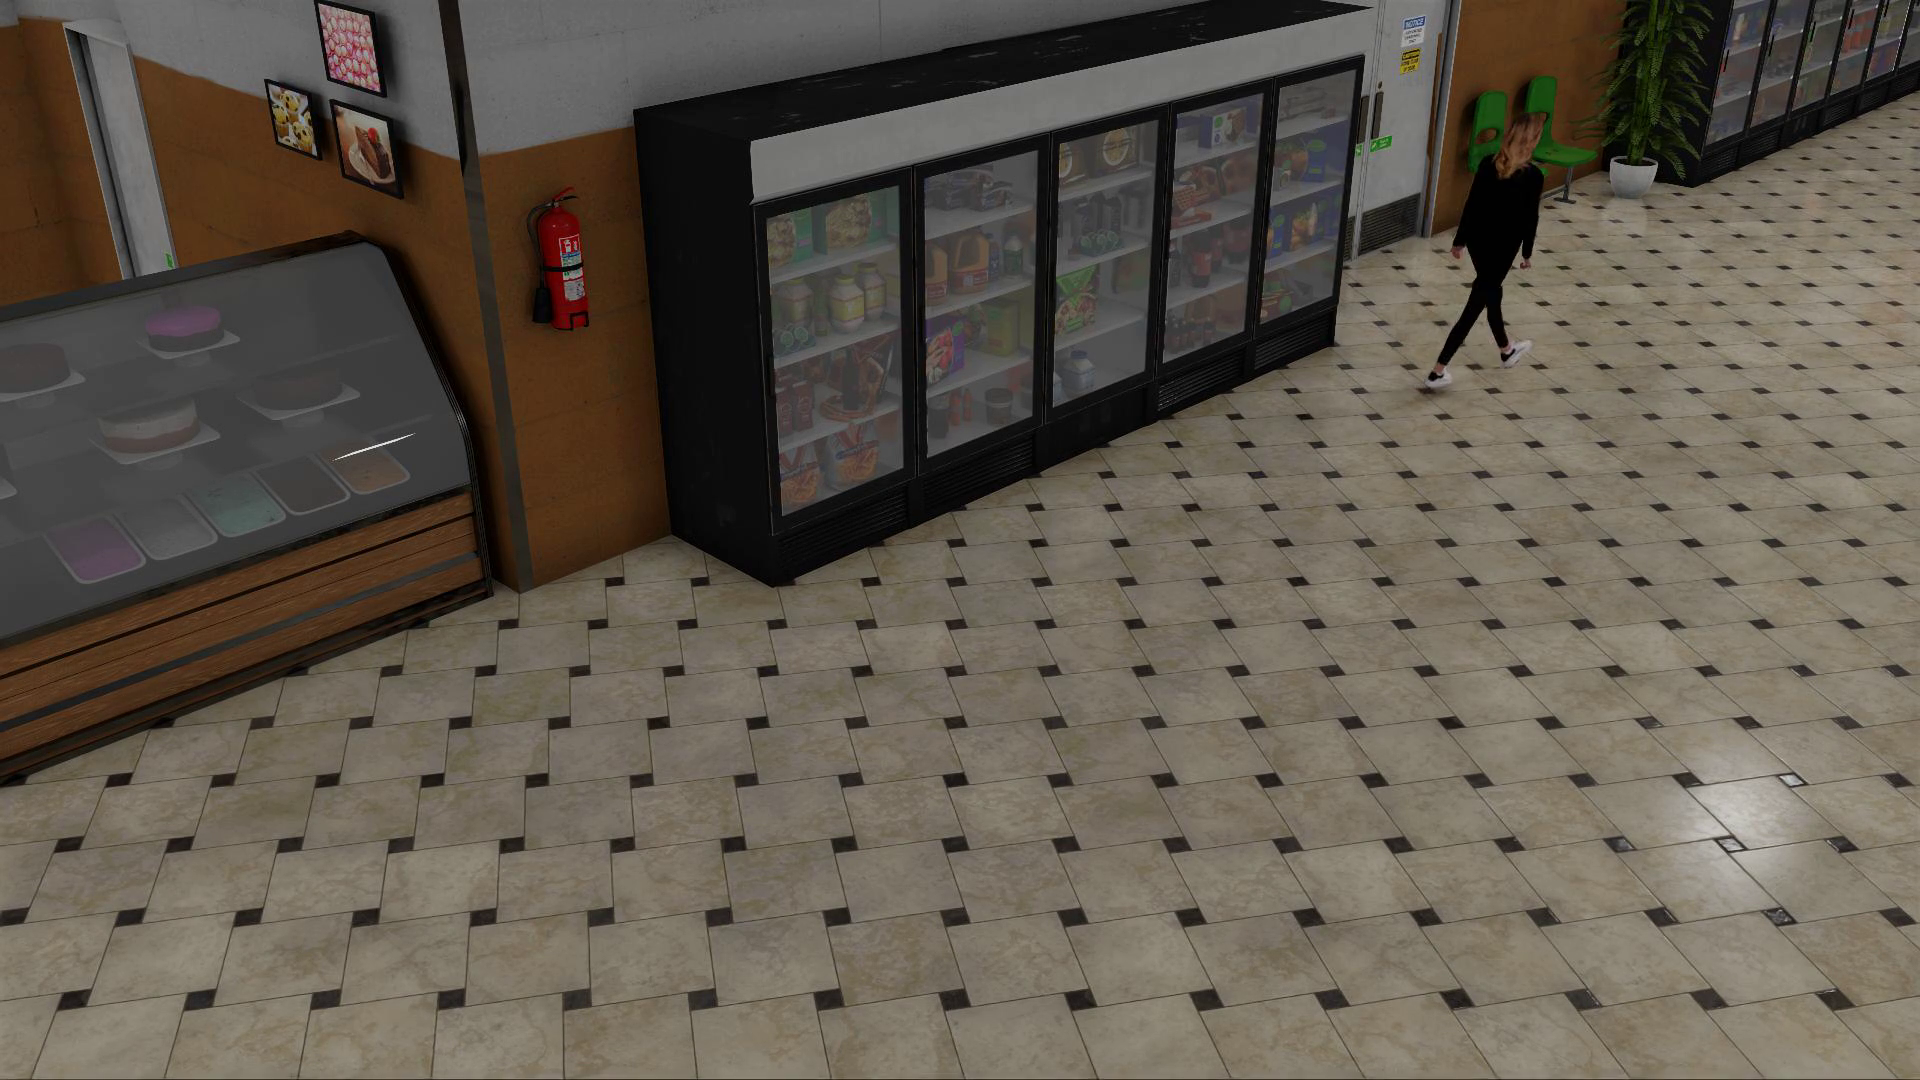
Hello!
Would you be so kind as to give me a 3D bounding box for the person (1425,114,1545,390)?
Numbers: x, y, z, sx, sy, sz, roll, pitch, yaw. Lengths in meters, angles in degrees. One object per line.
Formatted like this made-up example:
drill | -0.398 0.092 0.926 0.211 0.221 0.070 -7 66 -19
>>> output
person | 3.314 -1.775 10.621 0.824 1.725 1.170 -20 33 -34
